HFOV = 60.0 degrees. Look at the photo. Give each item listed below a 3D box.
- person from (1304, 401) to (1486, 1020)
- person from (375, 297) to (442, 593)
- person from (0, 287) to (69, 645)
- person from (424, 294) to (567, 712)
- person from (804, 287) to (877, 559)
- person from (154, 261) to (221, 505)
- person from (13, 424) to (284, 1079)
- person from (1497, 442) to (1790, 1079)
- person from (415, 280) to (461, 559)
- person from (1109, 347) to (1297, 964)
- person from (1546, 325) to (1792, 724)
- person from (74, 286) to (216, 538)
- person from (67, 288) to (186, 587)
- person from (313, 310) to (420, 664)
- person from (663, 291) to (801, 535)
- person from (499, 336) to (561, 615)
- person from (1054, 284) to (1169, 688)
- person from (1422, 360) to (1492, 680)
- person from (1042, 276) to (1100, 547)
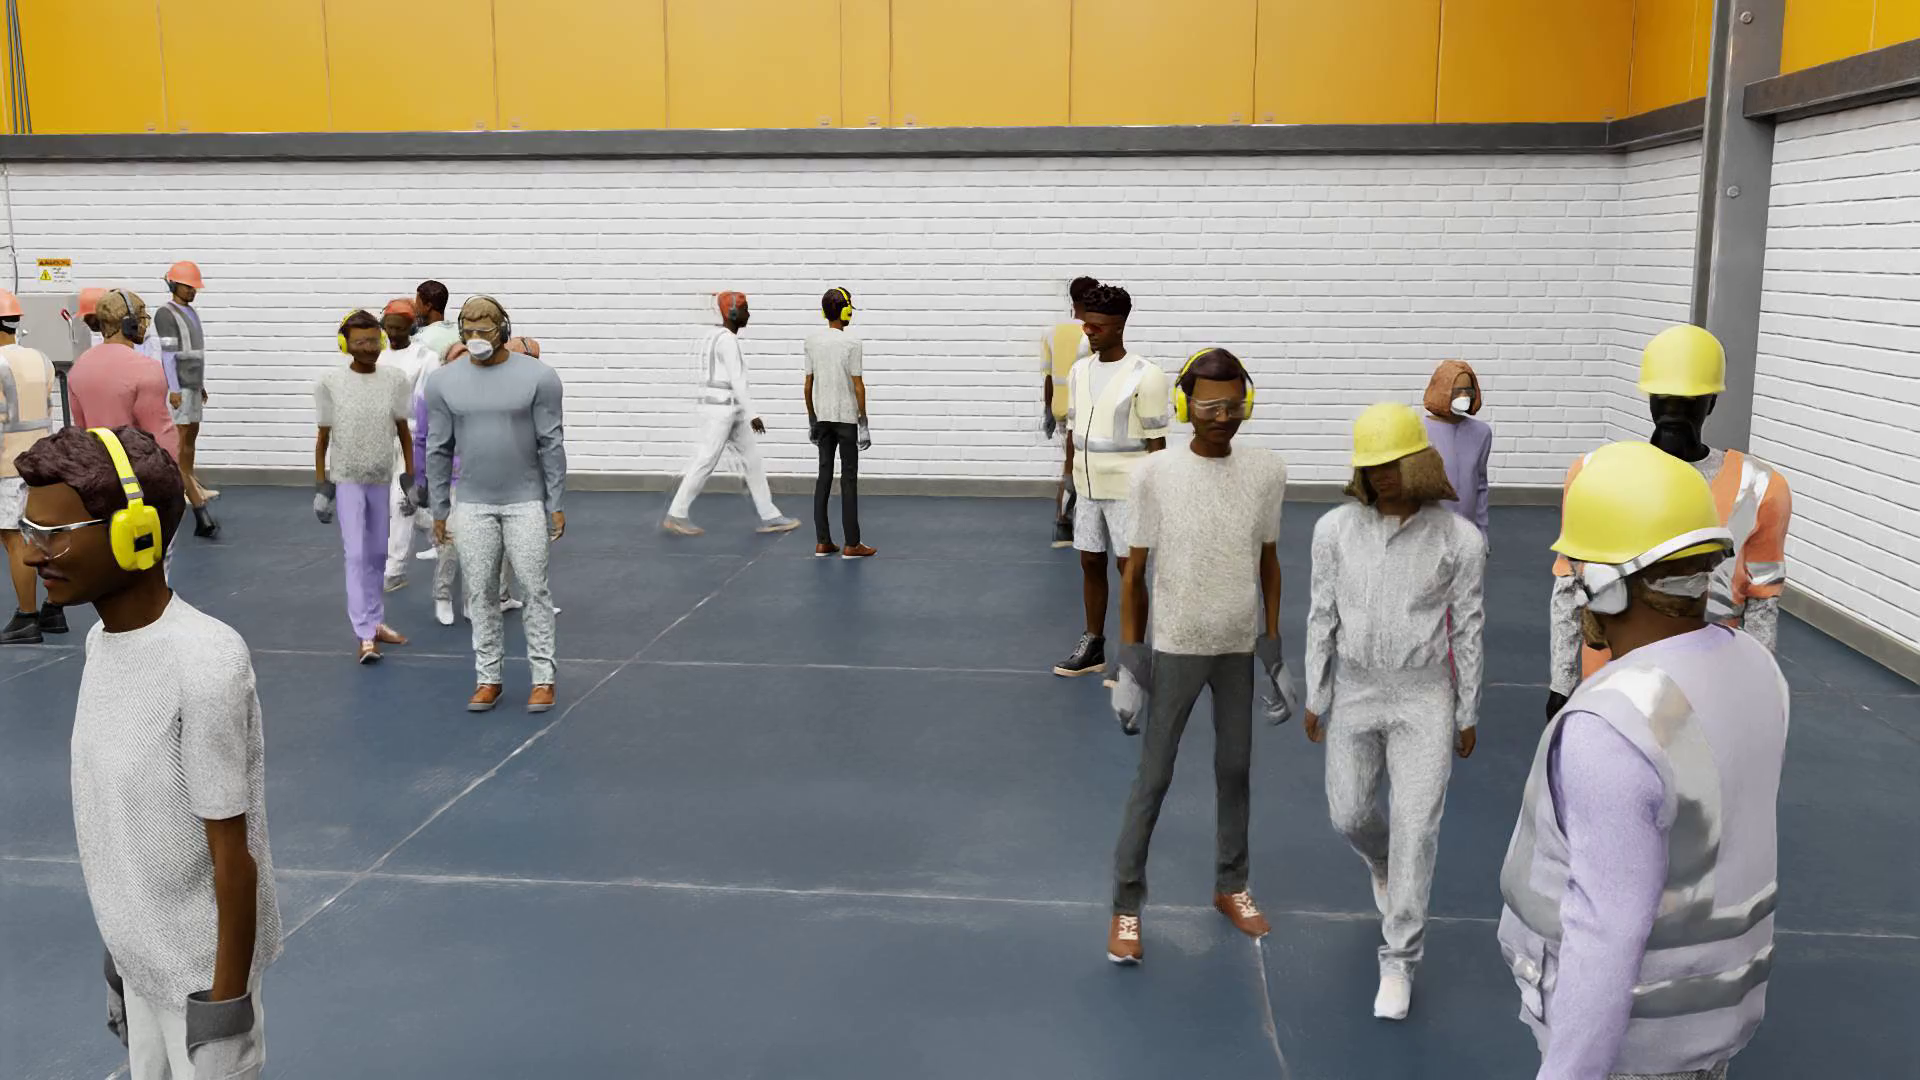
[{"bbox_3d":[1.256,0.439,4.800,0.489,1.709,0.718,4,11,23],"label":"person"},{"bbox_3d":[-3.445,-0.608,10.496,0.617,1.848,0.743,5,11,26],"label":"person"},{"bbox_3d":[-5.136,-0.401,9.012,0.363,1.935,0.551,1,10,5],"label":"person"},{"bbox_3d":[-2.130,-0.160,7.667,0.641,1.927,0.386,-1,10,-3],"label":"person"},{"bbox_3d":[-0.839,-0.807,11.515,0.518,1.874,0.326,6,11,30],"label":"person"},{"bbox_3d":[-6.468,-1.315,13.962,0.403,2.032,0.611,-1,10,-3],"label":"person"},{"bbox_3d":[-1.289,0.736,2.732,0.510,1.861,0.324,9,13,42],"label":"person"},{"bbox_3d":[1.081,0.754,2.710,0.404,1.827,0.590,10,14,44],"label":"person"},{"bbox_3d":[-3.571,-0.826,11.492,0.392,1.919,0.590,1,10,5],"label":"person"},{"bbox_3d":[0.747,0.335,5.047,0.577,1.860,0.390,-2,10,-12],"label":"person"},{"bbox_3d":[1.913,0.379,4.563,0.587,1.929,0.361,5,11,28],"label":"person"},{"bbox_3d":[-5.987,-0.906,12.120,1.031,1.878,0.600,0,10,3],"label":"person"},{"bbox_3d":[-4.062,-0.259,8.186,0.631,1.940,0.372,5,11,25],"label":"person"},{"bbox_3d":[-3.082,-0.280,8.693,0.555,1.823,0.775,-8,13,-39],"label":"person"},{"bbox_3d":[-1.756,-0.938,12.436,1.023,1.833,0.580,-1,10,-4],"label":"person"},{"bbox_3d":[-2.555,-0.359,9.650,0.514,1.630,0.318,7,12,34],"label":"person"},{"bbox_3d":[0.731,-0.261,8.120,0.362,1.963,0.614,-9,13,-42],"label":"person"},{"bbox_3d":[2.213,-0.010,7.638,0.507,1.630,0.268,-4,11,-19],"label":"person"},{"bbox_3d":[0.968,-0.936,12.084,0.851,1.936,0.607,-8,12,-37],"label":"person"}]
